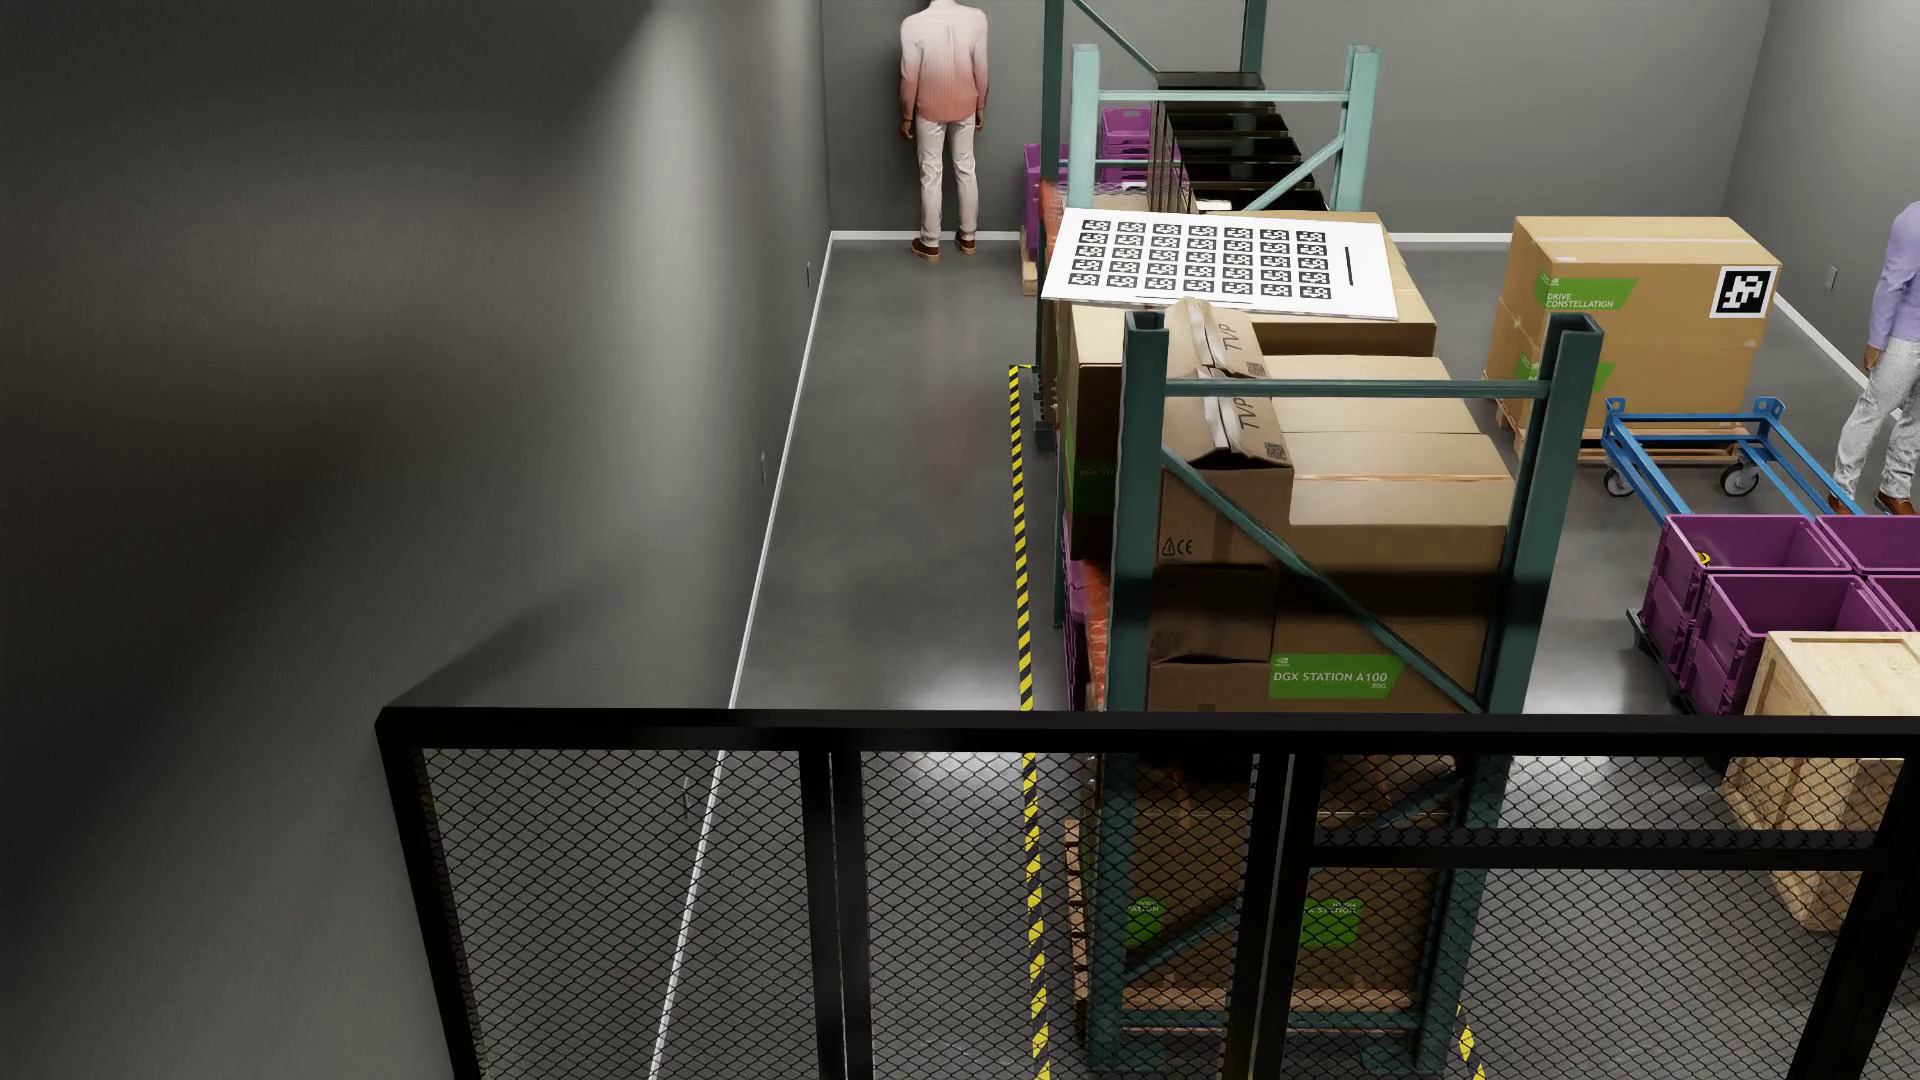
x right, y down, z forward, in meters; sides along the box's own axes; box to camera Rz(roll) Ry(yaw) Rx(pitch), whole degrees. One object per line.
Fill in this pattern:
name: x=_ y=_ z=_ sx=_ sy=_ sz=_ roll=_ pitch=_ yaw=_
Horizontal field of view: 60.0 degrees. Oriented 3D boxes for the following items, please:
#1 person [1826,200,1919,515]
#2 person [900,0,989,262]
person: x=4.546 y=-0.943 z=7.782 sx=0.629 sy=1.940 sz=0.378 roll=0 pitch=31 yaw=0
person: x=-0.108 y=-2.811 z=10.830 sx=0.608 sy=1.995 sz=0.377 roll=-12 pitch=33 yaw=-20
